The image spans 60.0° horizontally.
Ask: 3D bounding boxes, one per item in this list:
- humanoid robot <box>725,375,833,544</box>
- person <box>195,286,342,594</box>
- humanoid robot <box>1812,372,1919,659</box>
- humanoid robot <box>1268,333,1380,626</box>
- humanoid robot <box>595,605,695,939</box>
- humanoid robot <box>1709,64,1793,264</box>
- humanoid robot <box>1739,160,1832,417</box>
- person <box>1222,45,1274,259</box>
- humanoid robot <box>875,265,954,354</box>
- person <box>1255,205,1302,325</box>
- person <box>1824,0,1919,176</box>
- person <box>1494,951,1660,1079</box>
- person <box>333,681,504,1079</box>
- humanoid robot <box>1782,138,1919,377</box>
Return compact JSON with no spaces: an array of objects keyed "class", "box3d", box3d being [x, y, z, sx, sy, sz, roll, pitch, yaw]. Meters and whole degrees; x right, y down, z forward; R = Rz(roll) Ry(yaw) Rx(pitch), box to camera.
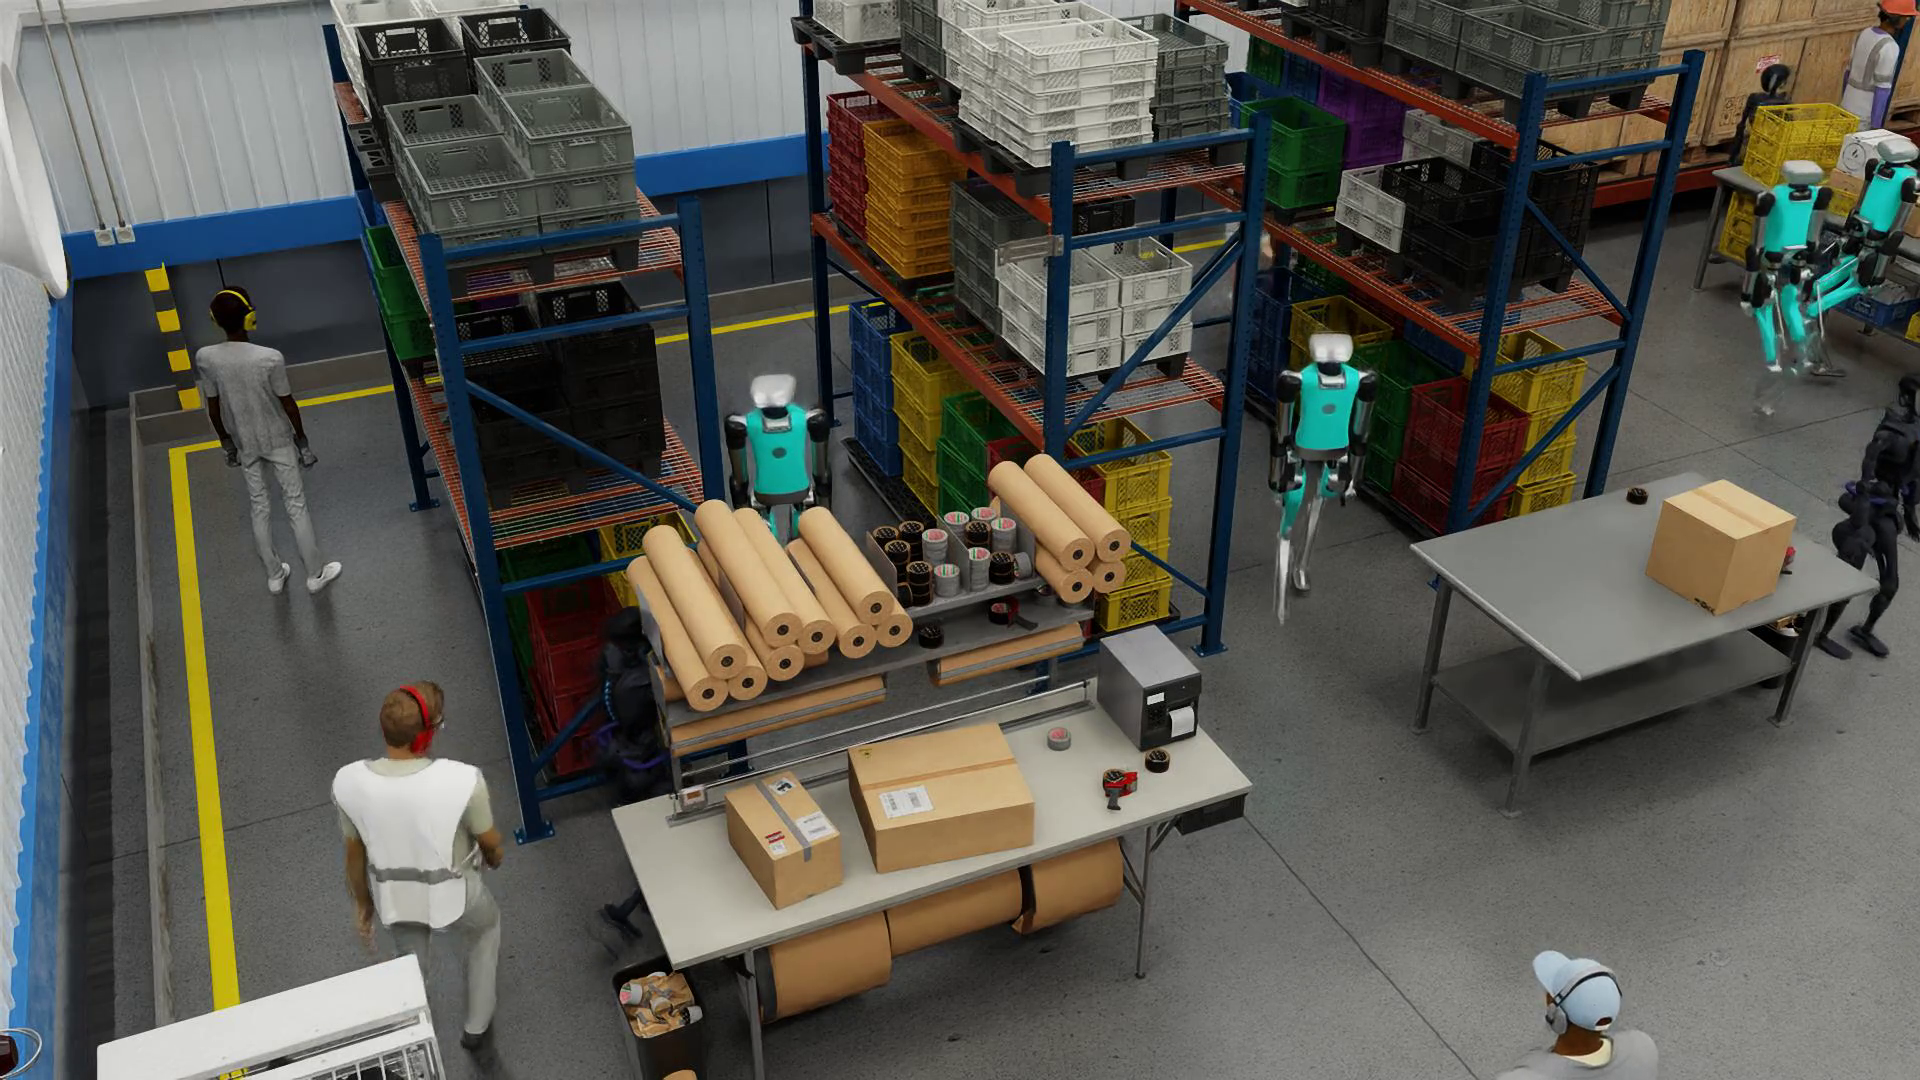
[{"class":"humanoid robot","box3d":[-0.971,-0.230,8.988,0.530,1.770,1.002,-5,32,-8]},{"class":"person","box3d":[-3.891,-0.541,9.322,0.514,1.871,0.327,0,32,0]},{"class":"humanoid robot","box3d":[4.867,-0.107,8.793,0.601,1.648,0.368,-17,36,-26]},{"class":"humanoid robot","box3d":[1.941,-0.402,9.251,0.541,1.800,0.814,1,32,1]},{"class":"humanoid robot","box3d":[-1.392,0.978,7.043,0.597,1.648,0.485,27,41,36]},{"class":"humanoid robot","box3d":[6.618,-3.097,13.683,0.684,1.632,0.611,-10,33,-16]},{"class":"humanoid robot","box3d":[5.577,-1.590,11.205,0.554,1.836,0.669,-6,32,-10]},{"class":"person","box3d":[2.404,-3.190,13.665,0.639,1.831,0.430,3,32,5]},{"class":"humanoid robot","box3d":[-0.328,-1.886,11.728,0.762,1.893,0.542,-16,35,-24]},{"class":"person","box3d":[2.423,-2.454,12.396,0.480,1.898,0.624,-1,32,-1]},{"class":"person","box3d":[7.770,-3.685,14.265,0.389,2.040,0.613,0,32,1]},{"class":"person","box3d":[1.798,2.004,5.206,0.591,1.851,0.400,-12,34,-18]},{"class":"person","box3d":[-2.010,1.336,6.330,0.576,1.805,0.518,2,32,3]},{"class":"humanoid robot","box3d":[6.130,-1.956,11.619,0.735,1.677,0.533,-4,32,-6]}]
